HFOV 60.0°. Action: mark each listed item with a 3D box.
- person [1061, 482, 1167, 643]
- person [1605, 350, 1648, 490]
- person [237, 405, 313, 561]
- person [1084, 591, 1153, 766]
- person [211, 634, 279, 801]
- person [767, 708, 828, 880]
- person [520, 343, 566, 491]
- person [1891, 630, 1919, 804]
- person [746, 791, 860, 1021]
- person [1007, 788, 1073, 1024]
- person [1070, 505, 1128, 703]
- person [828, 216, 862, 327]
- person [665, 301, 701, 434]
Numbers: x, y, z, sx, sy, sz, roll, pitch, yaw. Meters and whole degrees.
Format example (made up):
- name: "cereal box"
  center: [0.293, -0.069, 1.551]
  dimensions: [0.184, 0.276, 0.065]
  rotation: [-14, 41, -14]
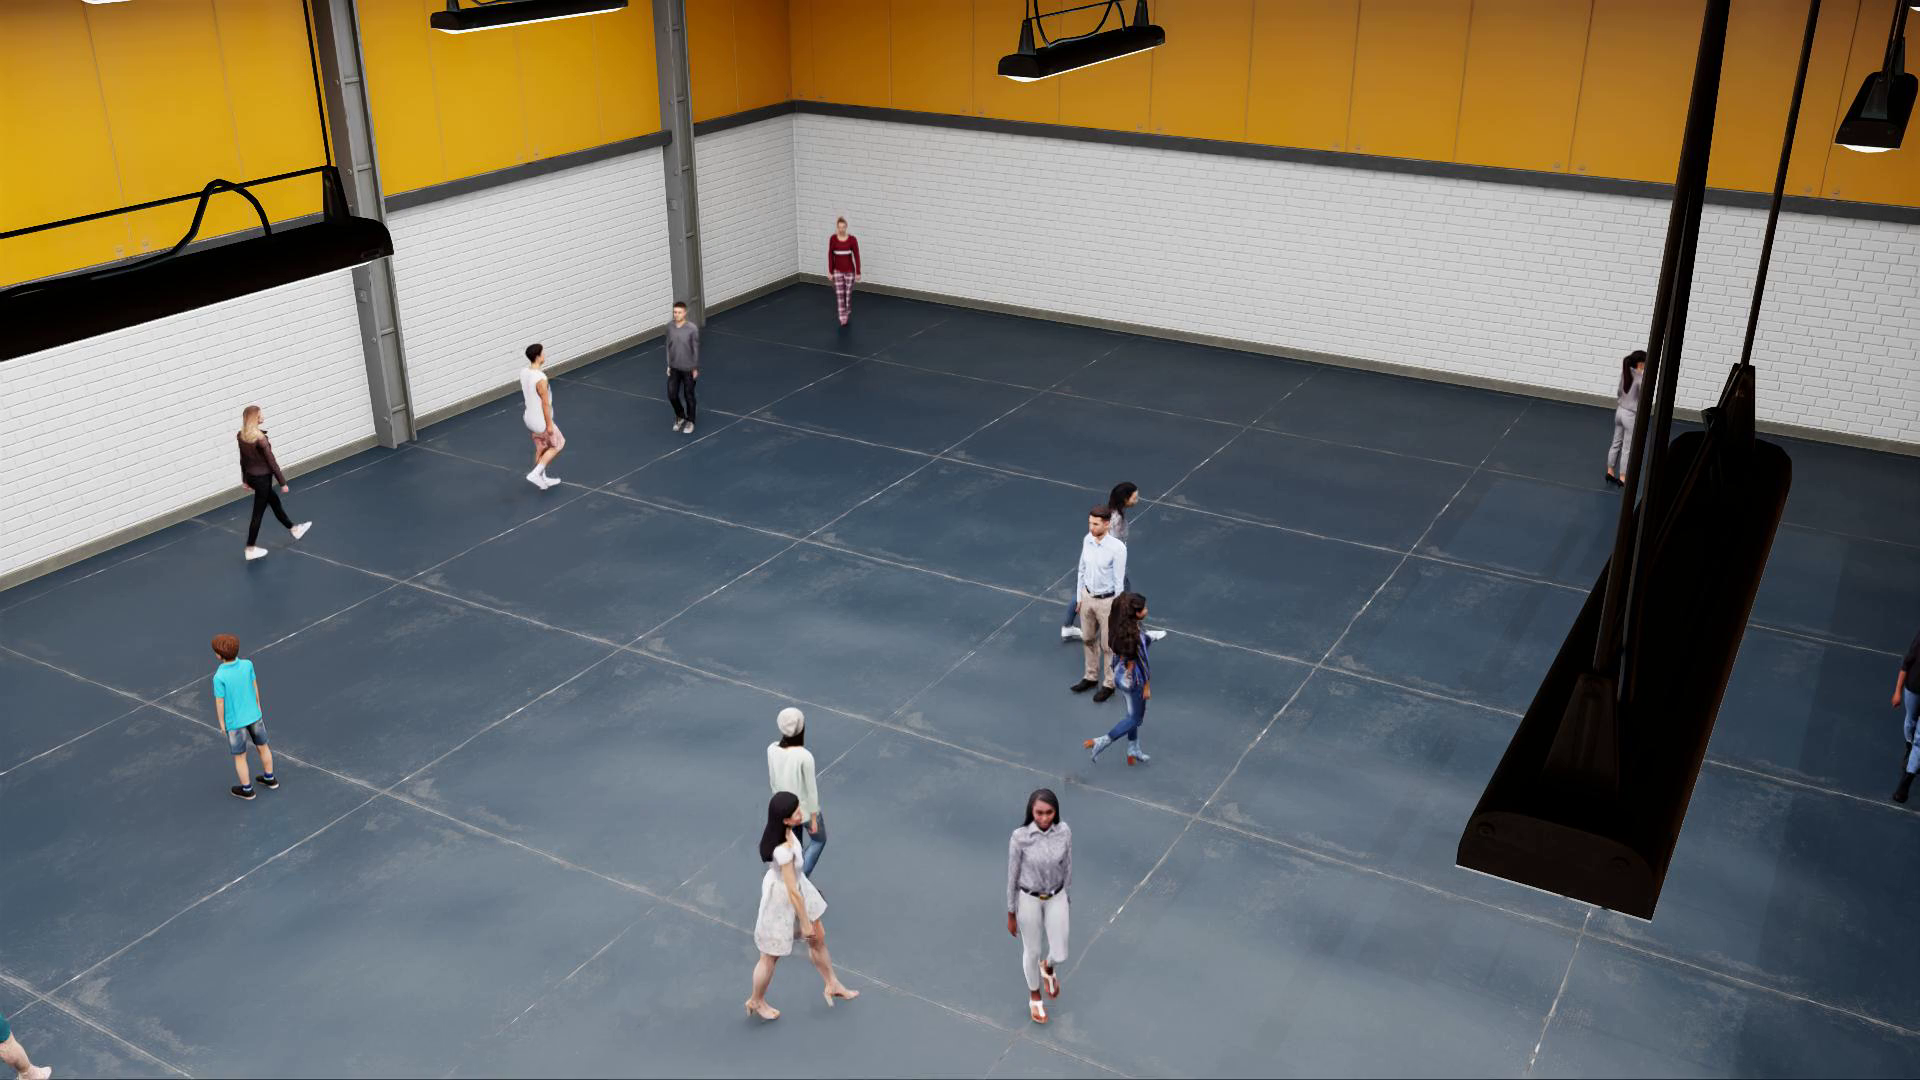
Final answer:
- name: "person"
  center: [1.327, 0.272, 15.797]
  dimensions: [1.115, 1.651, 1.237]
  rotation: [-2, 24, -4]
- name: "person"
  center: [7.902, -1.427, 19.654]
  dimensions: [0.769, 1.677, 0.711]
  rotation: [-6, 24, -14]
- name: "person"
  center: [-7.526, -0.569, 17.719]
  dimensions: [0.700, 1.655, 1.098]
  rotation: [16, 28, 32]
- name: "person"
  center: [1.353, 1.195, 13.747]
  dimensions: [0.989, 1.603, 0.902]
  rotation: [-9, 25, -21]
- name: "person"
  center: [-5.802, 1.409, 13.449]
  dimensions: [0.587, 1.450, 0.447]
  rotation: [16, 28, 31]
- name: "person"
  center: [-1.210, 1.969, 11.929]
  dimensions: [0.565, 1.640, 0.592]
  rotation: [13, 27, 28]
- name: "person"
  center: [-4.996, -1.398, 19.462]
  dimensions: [0.841, 1.776, 0.777]
  rotation: [-19, 30, -37]
- name: "person"
  center: [7.882, 1.249, 13.557]
  dimensions: [0.695, 1.657, 1.196]
  rotation: [17, 29, 34]
- name: "person"
  center: [-1.227, 2.415, 10.776]
  dimensions: [1.048, 1.747, 1.029]
  rotation: [-4, 24, -8]
- name: "person"
  center: [0.513, 2.358, 10.949]
  dimensions: [0.759, 1.713, 0.817]
  rotation: [-3, 24, -7]
- name: "person"
  center: [1.268, 0.542, 14.936]
  dimensions: [0.699, 1.846, 0.684]
  rotation: [20, 31, 38]
- name: "person"
  center: [-1.812, -4.208, 26.040]
  dimensions: [1.012, 1.657, 1.147]
  rotation: [-2, 24, -5]
- name: "person"
  center: [-3.545, -2.247, 21.438]
  dimensions: [0.722, 1.749, 0.728]
  rotation: [5, 24, 11]
